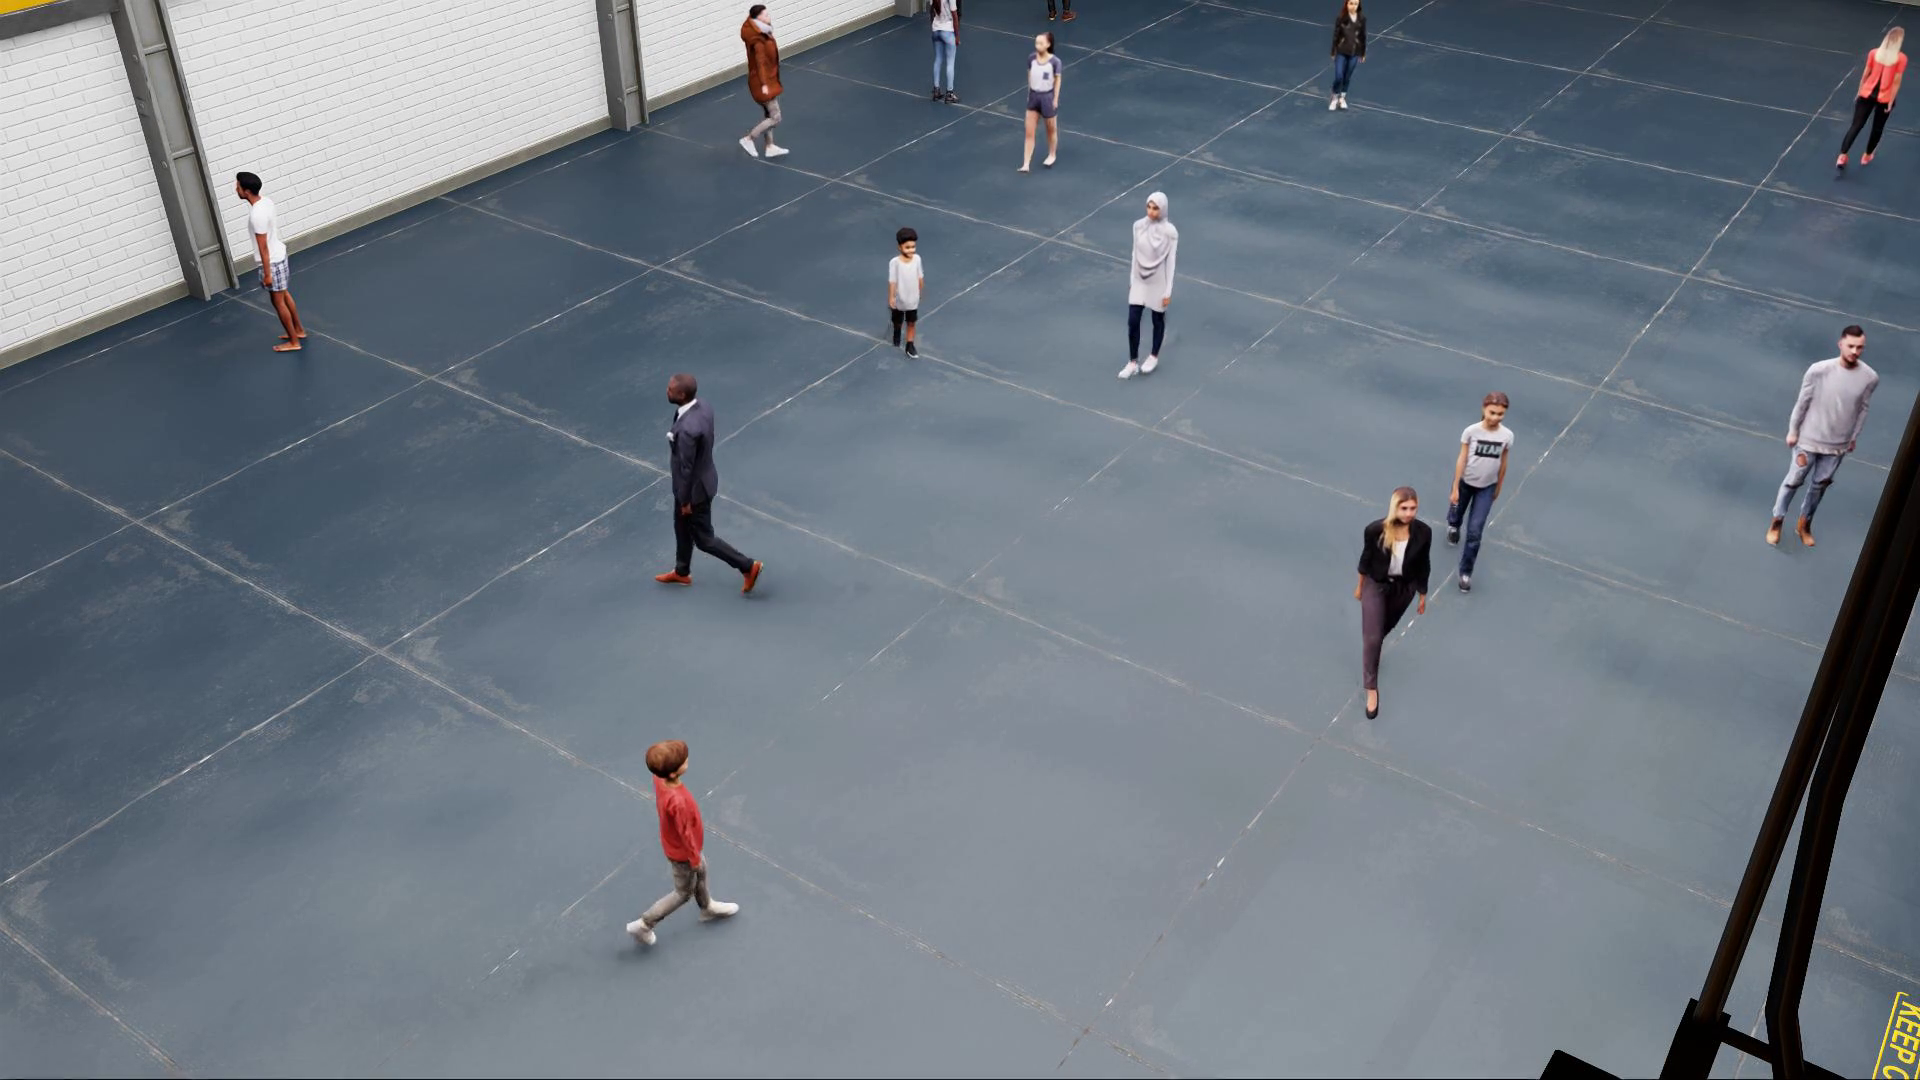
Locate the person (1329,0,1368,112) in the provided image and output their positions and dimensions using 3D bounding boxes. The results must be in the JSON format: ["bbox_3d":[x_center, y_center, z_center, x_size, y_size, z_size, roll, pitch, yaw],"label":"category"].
[{"bbox_3d":[4.946,-6.265,21.271,0.686,1.473,0.734,-1,34,-2],"label":"person"}]

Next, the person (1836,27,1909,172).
[{"bbox_3d":[10.592,-5.081,19.321,0.712,1.660,1.151,27,42,35],"label":"person"}]

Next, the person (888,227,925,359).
[{"bbox_3d":[-0.524,-2.339,15.564,0.690,1.252,0.736,-10,35,-15],"label":"person"}]

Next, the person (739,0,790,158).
[{"bbox_3d":[-2.383,-5.373,19.606,1.008,1.830,0.946,-6,34,-9],"label":"person"}]

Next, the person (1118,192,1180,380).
[{"bbox_3d":[1.787,-2.340,15.105,0.635,1.761,0.762,21,39,28],"label":"person"}]

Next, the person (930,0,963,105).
[{"bbox_3d":[-0.205,-6.514,21.423,0.599,1.719,0.542,25,41,32],"label":"person"}]

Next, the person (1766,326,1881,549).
[{"bbox_3d":[6.604,-0.810,12.734,0.758,1.838,0.722,8,34,11],"label":"person"}]

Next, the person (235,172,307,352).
[{"bbox_3d":[-6.430,-2.610,15.543,0.741,1.727,0.694,-8,34,-11],"label":"person"}]

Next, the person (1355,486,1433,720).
[{"bbox_3d":[2.887,0.321,11.231,0.963,1.619,1.138,2,34,2],"label":"person"}]

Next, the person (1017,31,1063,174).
[{"bbox_3d":[1.007,-5.108,19.409,0.667,1.608,1.016,17,37,23],"label":"person"}]

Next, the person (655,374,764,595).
[{"bbox_3d":[-1.860,-0.372,12.114,1.118,1.795,1.156,2,34,3],"label":"person"}]

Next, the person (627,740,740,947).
[{"bbox_3d":[-1.625,1.721,9.323,0.960,1.399,0.809,-13,36,-19],"label":"person"}]

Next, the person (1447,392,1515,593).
[{"bbox_3d":[3.852,-0.451,12.463,0.761,1.539,1.080,8,34,12],"label":"person"}]

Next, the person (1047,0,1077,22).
[{"bbox_3d":[1.482,-8.607,24.439,0.700,1.867,0.621,14,36,20],"label":"person"}]
